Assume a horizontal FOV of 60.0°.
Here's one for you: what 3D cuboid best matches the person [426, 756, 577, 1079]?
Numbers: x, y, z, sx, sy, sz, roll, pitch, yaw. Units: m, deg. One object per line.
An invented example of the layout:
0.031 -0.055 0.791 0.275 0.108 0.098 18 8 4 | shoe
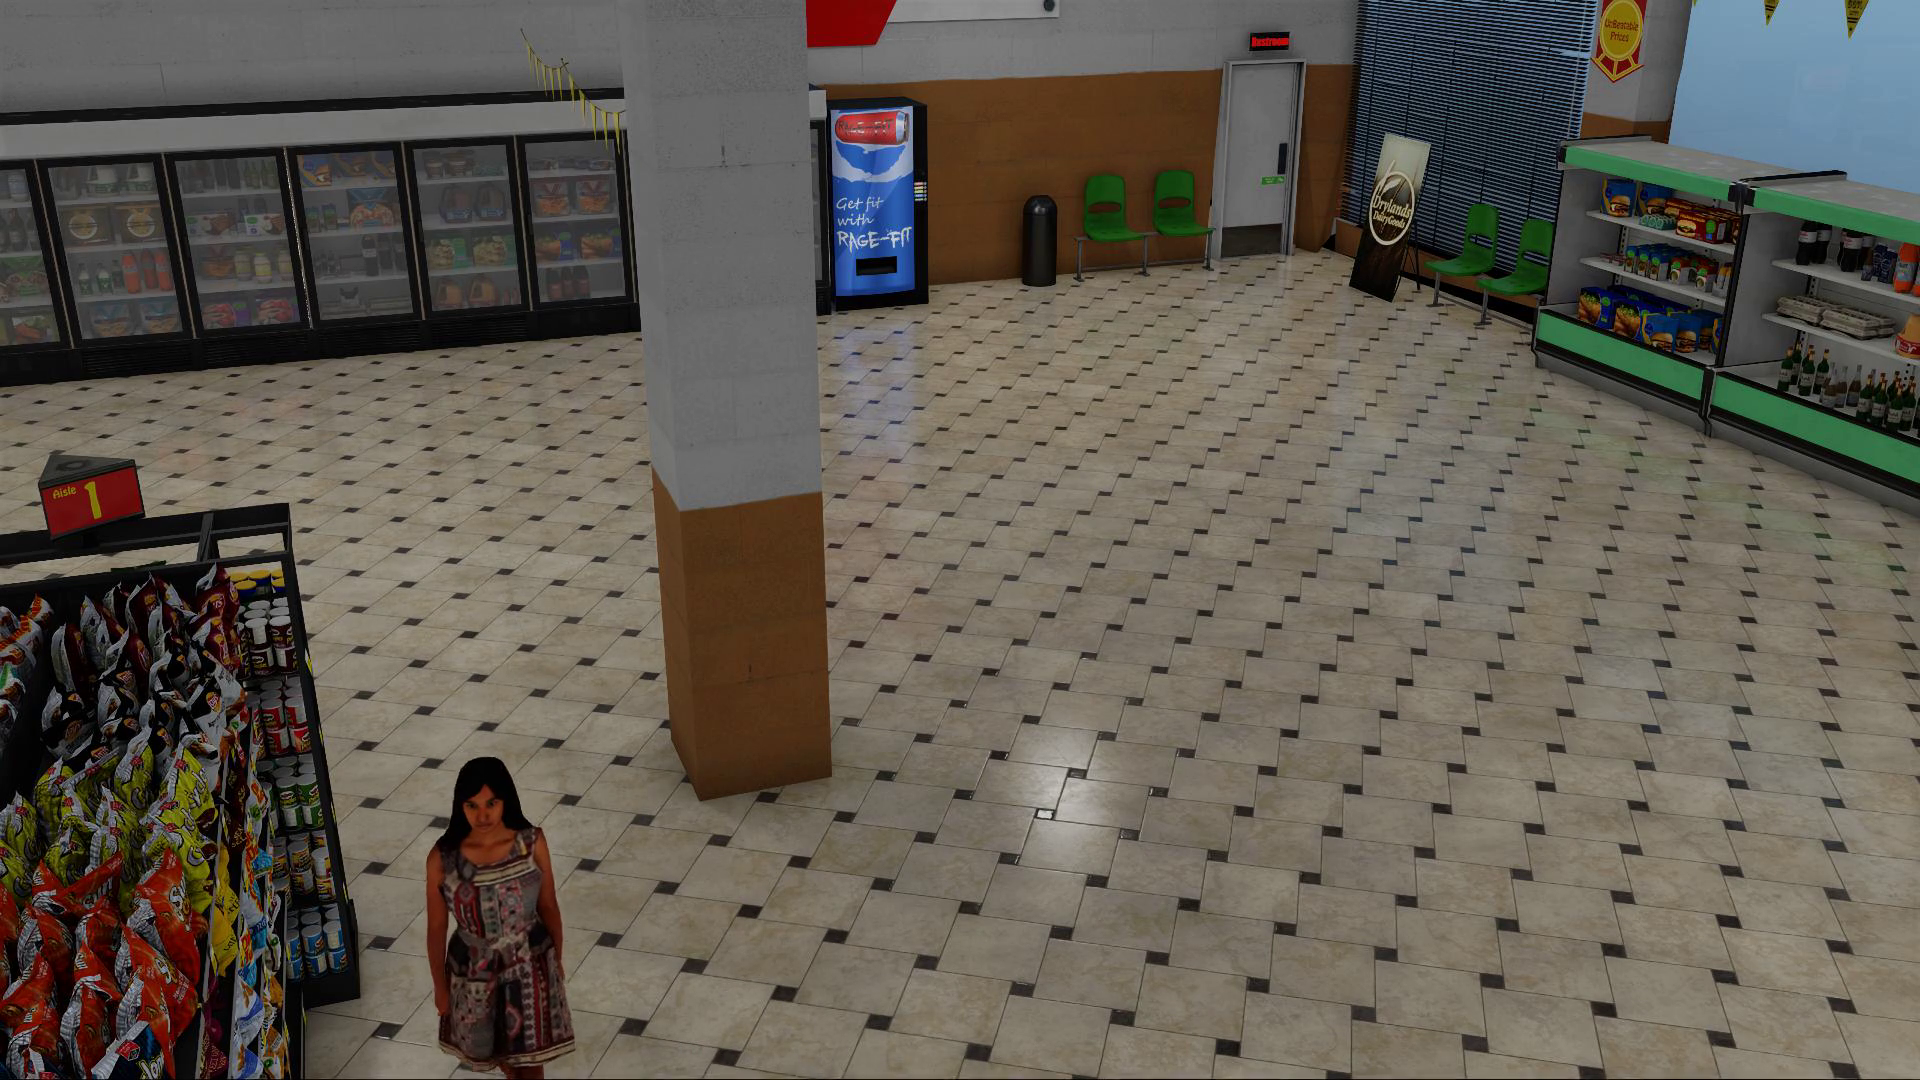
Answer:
-1.593 1.461 5.779 0.659 1.623 1.025 -6 23 -15 | person
